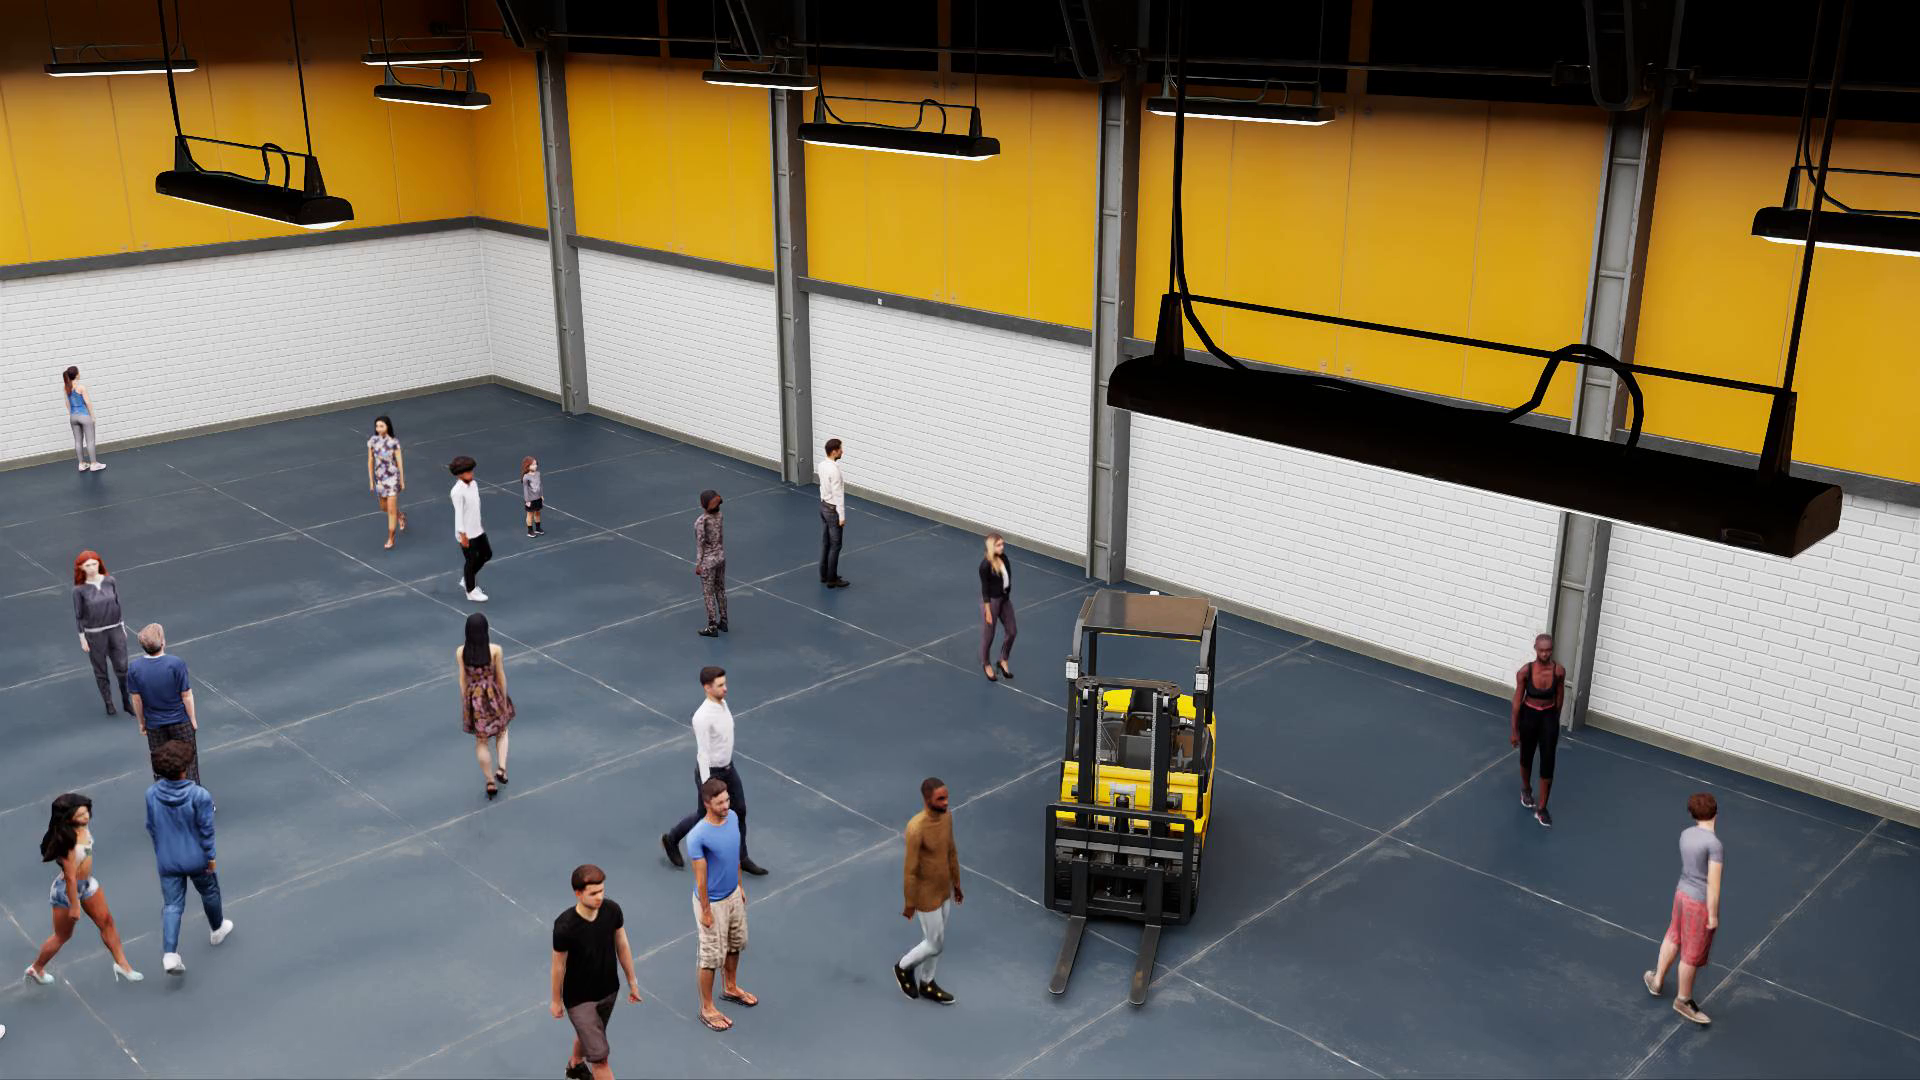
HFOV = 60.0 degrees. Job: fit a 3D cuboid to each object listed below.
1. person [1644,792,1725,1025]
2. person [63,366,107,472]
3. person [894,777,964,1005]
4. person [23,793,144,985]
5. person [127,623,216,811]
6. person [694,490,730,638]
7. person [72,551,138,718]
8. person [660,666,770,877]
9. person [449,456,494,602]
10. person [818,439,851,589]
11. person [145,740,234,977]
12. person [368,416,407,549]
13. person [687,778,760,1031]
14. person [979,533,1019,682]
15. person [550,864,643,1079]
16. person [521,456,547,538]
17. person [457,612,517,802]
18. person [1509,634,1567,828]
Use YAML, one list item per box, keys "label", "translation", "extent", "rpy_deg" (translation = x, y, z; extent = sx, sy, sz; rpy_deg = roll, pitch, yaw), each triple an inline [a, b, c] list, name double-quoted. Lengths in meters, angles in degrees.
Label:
- label: "person"
  translation: [5.252, 2.633, 11.871]
  extent: [0.895, 1.618, 0.784]
  rpy_deg: [2, 19, 7]
- label: "person"
  translation: [-13.302, -1.843, 25.174]
  extent: [0.638, 1.610, 0.720]
  rpy_deg: [3, 19, 9]
- label: "person"
  translation: [-0.289, 2.503, 11.963]
  extent: [0.788, 1.805, 0.741]
  rpy_deg: [10, 21, 28]
- label: "person"
  translation: [-6.501, 2.588, 12.072]
  extent: [1.075, 1.575, 1.065]
  rpy_deg: [-4, 19, -11]
- label: "person"
  translation: [-6.914, 1.605, 14.527]
  extent: [0.738, 1.872, 0.748]
  rpy_deg: [-4, 19, -10]
- label: "person"
  translation: [-2.806, 0.249, 18.798]
  extent: [0.625, 1.714, 0.621]
  rpy_deg: [12, 22, 31]
- label: "person"
  translation: [-8.639, 0.931, 16.709]
  extent: [0.609, 1.757, 0.736]
  rpy_deg: [-17, 25, -40]
- label: "person"
  translation: [-2.103, 1.899, 13.697]
  extent: [1.271, 1.844, 0.975]
  rpy_deg: [7, 20, 19]
- label: "person"
  translation: [-5.919, -0.143, 19.830]
  extent: [0.818, 1.799, 0.786]
  rpy_deg: [5, 19, 14]
- label: "person"
  translation: [-1.576, -0.332, 20.288]
  extent: [0.785, 1.866, 0.585]
  rpy_deg: [-10, 21, -28]
- label: "person"
  translation: [-5.812, 2.377, 12.372]
  extent: [1.112, 1.784, 1.213]
  rpy_deg: [-2, 19, -5]
- label: "person"
  translation: [-7.503, -0.793, 21.896]
  extent: [1.019, 1.712, 1.051]
  rpy_deg: [1, 19, 2]
- label: "person"
  translation: [-1.730, 2.524, 11.809]
  extent: [0.650, 1.865, 0.688]
  rpy_deg: [11, 21, 29]
- label: "person"
  translation: [0.301, 0.697, 17.552]
  extent: [0.596, 1.661, 0.639]
  rpy_deg: [15, 24, 38]
- label: "person"
  translation: [-2.439, 2.897, 10.785]
  extent: [1.218, 1.810, 0.695]
  rpy_deg: [16, 24, 39]
- label: "person"
  translation: [-5.718, -0.600, 22.271]
  extent: [0.499, 1.107, 0.504]
  rpy_deg: [11, 21, 29]
- label: "person"
  translation: [-4.285, 1.524, 14.936]
  extent: [0.805, 1.763, 0.870]
  rpy_deg: [-3, 19, -9]
- label: "person"
  translation: [5.128, 1.588, 14.811]
  extent: [1.017, 1.722, 0.997]
  rpy_deg: [3, 19, 9]
